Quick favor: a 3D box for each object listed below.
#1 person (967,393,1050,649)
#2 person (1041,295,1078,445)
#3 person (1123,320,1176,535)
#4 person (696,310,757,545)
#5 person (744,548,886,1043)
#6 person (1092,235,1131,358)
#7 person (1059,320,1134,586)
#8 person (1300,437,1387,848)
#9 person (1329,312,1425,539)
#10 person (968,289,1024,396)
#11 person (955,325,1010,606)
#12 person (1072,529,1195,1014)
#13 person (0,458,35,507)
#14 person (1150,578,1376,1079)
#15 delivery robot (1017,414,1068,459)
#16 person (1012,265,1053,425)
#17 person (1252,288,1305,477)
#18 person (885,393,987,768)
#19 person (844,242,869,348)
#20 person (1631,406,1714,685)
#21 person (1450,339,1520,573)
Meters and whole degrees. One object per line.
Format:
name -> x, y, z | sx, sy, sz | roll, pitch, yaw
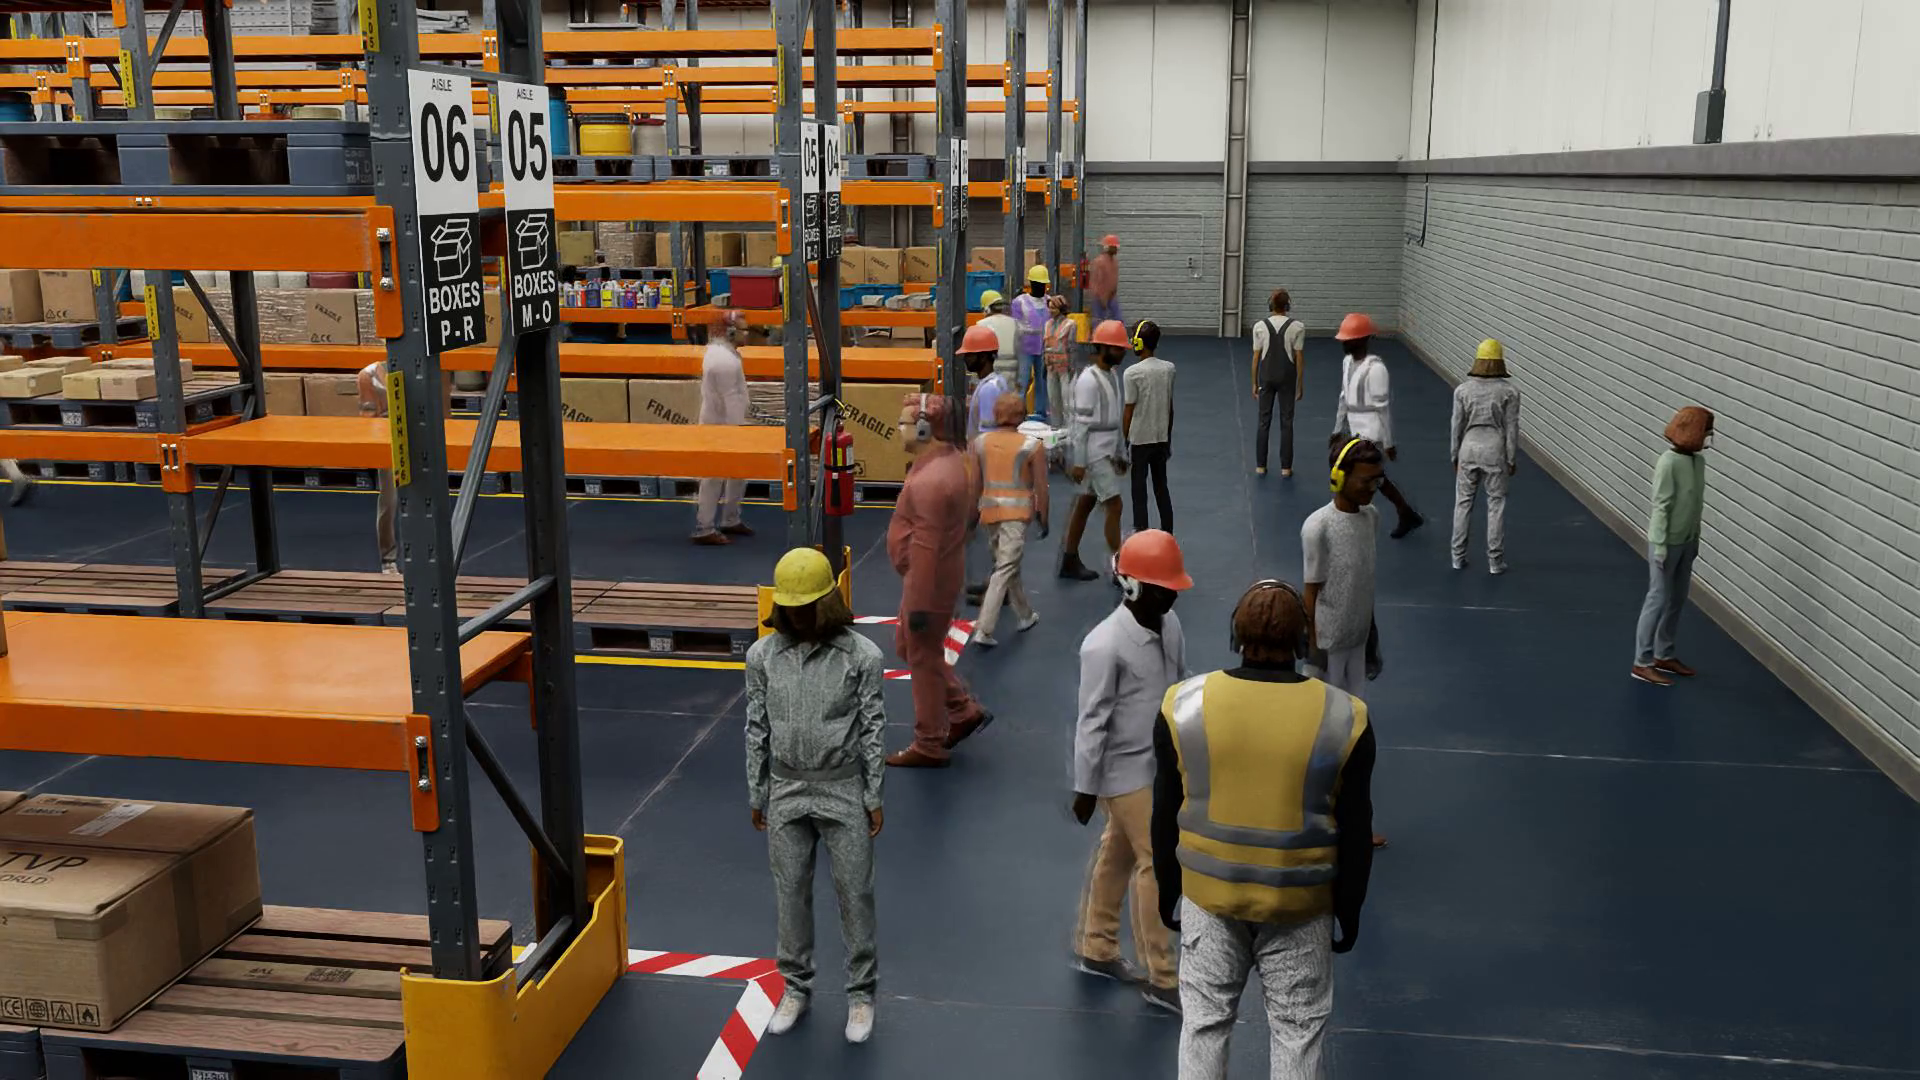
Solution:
person -> 0.291, -0.135, 10.503 | 0.519, 1.591, 0.862 | 8, 15, 34
person -> 1.089, -1.858, 18.194 | 0.319, 1.630, 0.528 | -10, 16, -39
person -> 1.415, -0.728, 12.581 | 0.511, 1.862, 0.324 | -9, 15, -34
person -> -1.839, -0.883, 13.244 | 0.654, 1.877, 0.659 | -2, 13, -9
person -> -0.497, 0.868, 5.663 | 0.489, 1.731, 0.320 | 2, 13, 8
person -> 2.414, -3.836, 26.362 | 0.745, 1.971, 0.621 | 11, 16, 40
person -> 1.096, -0.613, 11.934 | 0.873, 1.903, 0.563 | 5, 13, 22
person -> 1.658, 0.469, 7.184 | 0.532, 1.855, 0.346 | -12, 17, -42
person -> 3.325, -0.868, 13.167 | 0.884, 1.894, 0.566 | -2, 13, -7
person -> 0.395, -1.686, 17.092 | 0.635, 1.774, 0.912 | -5, 14, -22
person -> 0.167, -0.511, 11.448 | 0.400, 1.928, 0.542 | 0, 12, 1
person -> 0.726, 0.813, 5.898 | 0.687, 1.727, 0.563 | 7, 14, 28
person -> -8.678, -1.201, 14.587 | 0.889, 1.917, 0.621 | 2, 13, 8
person -> 0.858, 1.011, 4.789 | 0.628, 1.836, 0.429 | 4, 13, 16
delivery robot -> 0.710, -1.015, 16.621 | 0.707, 0.478, 0.477 | 7, 14, 28
person -> 0.861, -2.151, 18.873 | 0.591, 1.918, 0.395 | -6, 14, -27
person -> 3.103, -1.533, 16.263 | 0.504, 1.838, 0.350 | 4, 13, 18
person -> -0.172, 0.214, 8.226 | 0.426, 1.895, 0.667 | 2, 13, 7
person -> -1.686, -3.933, 27.141 | 0.432, 1.823, 0.649 | -6, 14, -27
person -> 4.176, 0.025, 9.710 | 0.504, 1.628, 0.284 | -11, 16, -40
person -> 3.908, -0.626, 12.410 | 0.490, 1.736, 0.322 | 7, 14, 30
